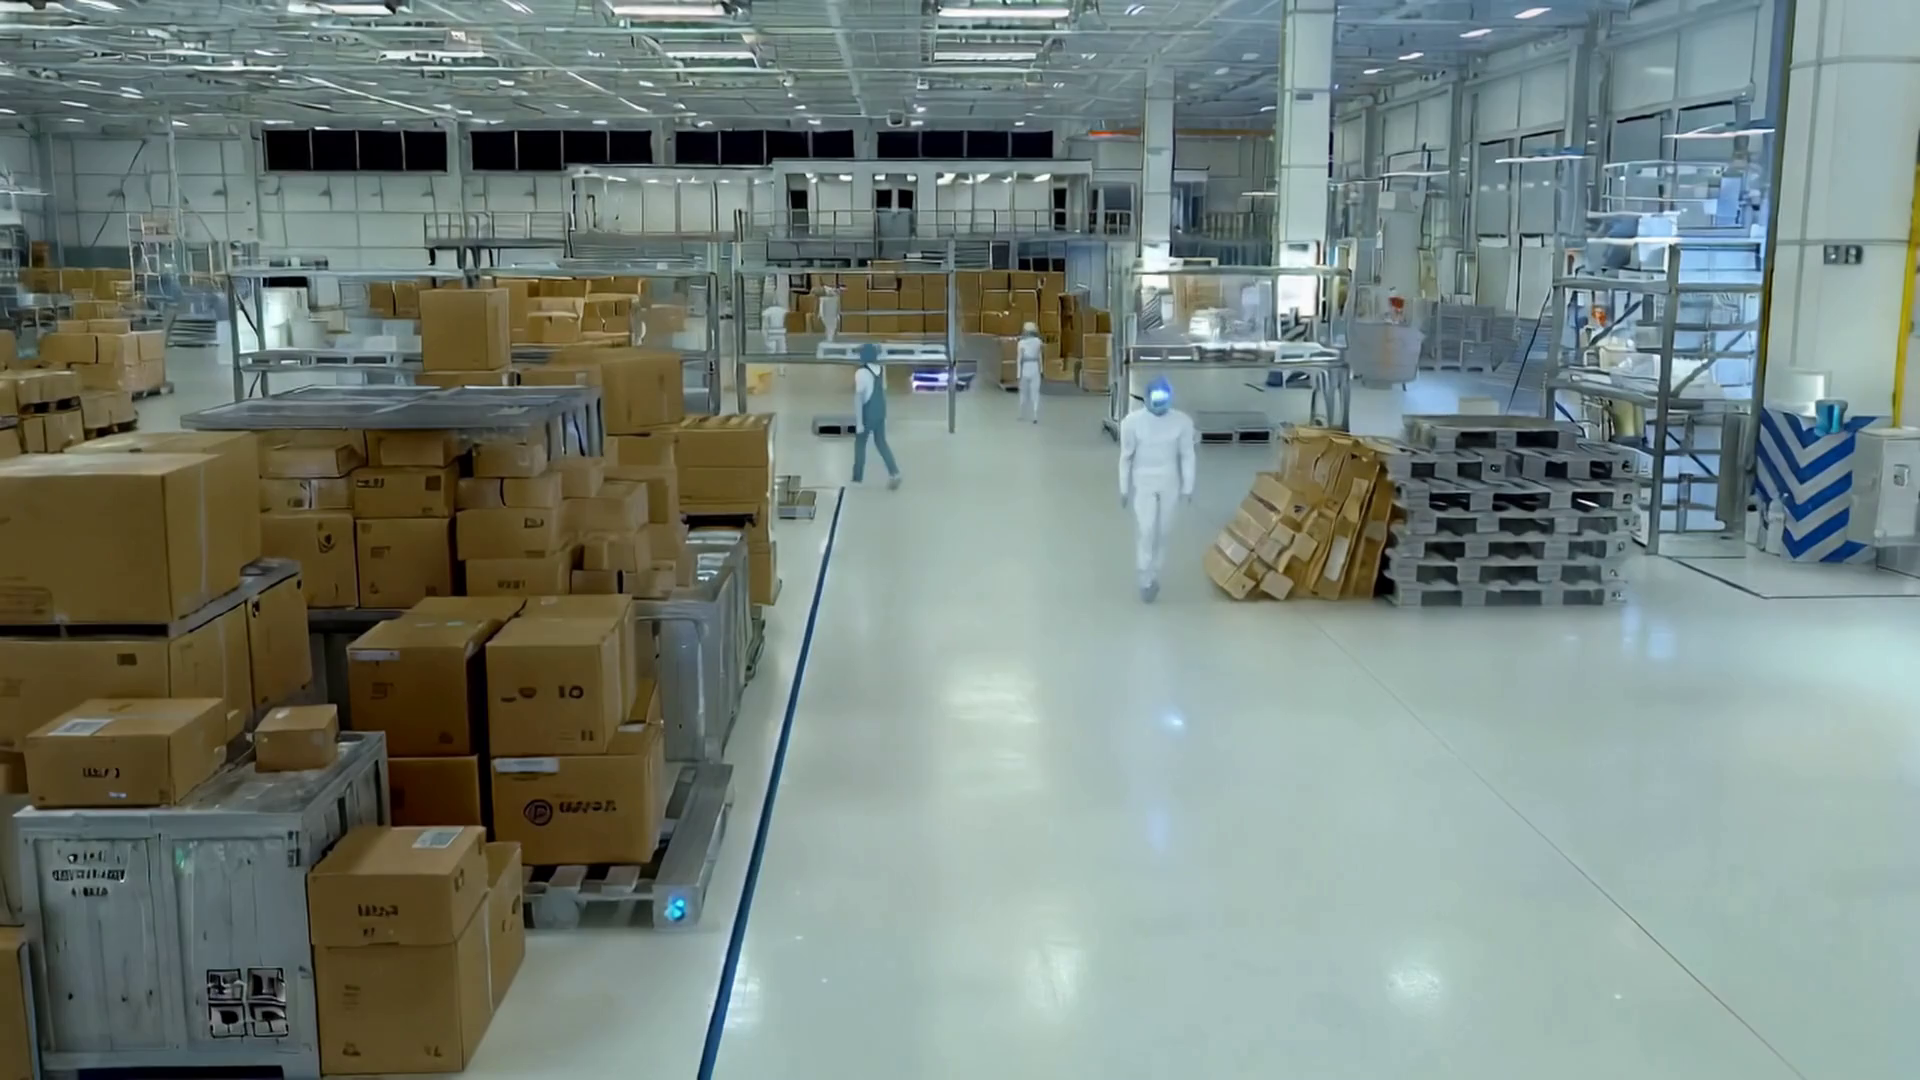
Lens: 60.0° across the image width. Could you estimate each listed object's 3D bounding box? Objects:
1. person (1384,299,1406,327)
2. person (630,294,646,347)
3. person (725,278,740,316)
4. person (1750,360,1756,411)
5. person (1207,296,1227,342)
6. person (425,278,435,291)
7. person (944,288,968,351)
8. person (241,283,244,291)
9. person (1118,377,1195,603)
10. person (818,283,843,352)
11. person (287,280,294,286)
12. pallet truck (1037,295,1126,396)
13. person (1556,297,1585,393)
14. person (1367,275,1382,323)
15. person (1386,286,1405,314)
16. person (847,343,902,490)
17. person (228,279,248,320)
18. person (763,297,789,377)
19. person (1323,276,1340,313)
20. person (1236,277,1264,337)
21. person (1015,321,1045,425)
[{"bbox_3d":[9.890,-4.588,37.715,0.553,1.725,0.850,-1,10,-4],"label":"person"},{"bbox_3d":[-7.201,-4.545,37.139,0.335,1.864,0.521,-9,14,-42],"label":"person"},{"bbox_3d":[-7.064,-7.193,51.757,0.593,1.911,0.559,-10,14,-43],"label":"person"},{"bbox_3d":[10.481,-1.732,21.405,0.574,1.886,0.356,4,11,19],"label":"person"},{"bbox_3d":[6.411,-5.237,41.451,0.532,1.697,0.320,-3,11,-18],"label":"person"},{"bbox_3d":[-15.196,-6.528,47.835,0.623,1.999,1.055,0,10,-2],"label":"person"},{"bbox_3d":[-0.115,-6.050,45.697,0.642,1.814,0.674,-8,13,-38],"label":"person"},{"bbox_3d":[-24.740,-8.085,57.238,0.532,1.725,0.883,8,13,36],"label":"person"},{"bbox_3d":[1.680,-0.421,14.063,0.627,1.889,0.978,-1,10,-4],"label":"person"},{"bbox_3d":[-3.479,-6.021,45.211,0.648,1.909,0.822,-7,12,-33],"label":"person"},{"bbox_3d":[-20.732,-7.111,51.468,0.584,1.855,0.884,1,10,7],"label":"person"},{"bbox_3d":[2.483,-3.881,33.060,1.885,1.965,0.823,-7,13,-36],"label":"pallet truck"},{"bbox_3d":[12.254,-3.949,33.492,0.608,1.987,0.402,0,10,1],"label":"person"},{"bbox_3d":[14.150,-8.015,56.316,0.793,1.904,0.634,4,11,22],"label":"person"},{"bbox_3d":[11.082,-5.569,42.706,0.683,1.903,0.623,-6,12,-31],"label":"person"},{"bbox_3d":[-1.044,-1.510,20.388,0.521,1.813,0.917,-9,13,-41],"label":"person"},{"bbox_3d":[-19.749,-6.142,45.537,0.537,2.000,0.698,-7,12,-32],"label":"person"},{"bbox_3d":[-4.143,-4.554,37.414,0.623,1.792,1.008,-3,11,-18],"label":"person"},{"bbox_3d":[13.004,-8.367,58.325,0.545,1.906,0.743,-7,12,-35],"label":"person"},{"bbox_3d":[9.228,-7.391,52.837,1.103,1.917,0.625,-4,11,-22],"label":"person"},{"bbox_3d":[1.166,-2.802,27.862,0.505,1.713,0.805,-1,10,-7],"label":"person"}]
